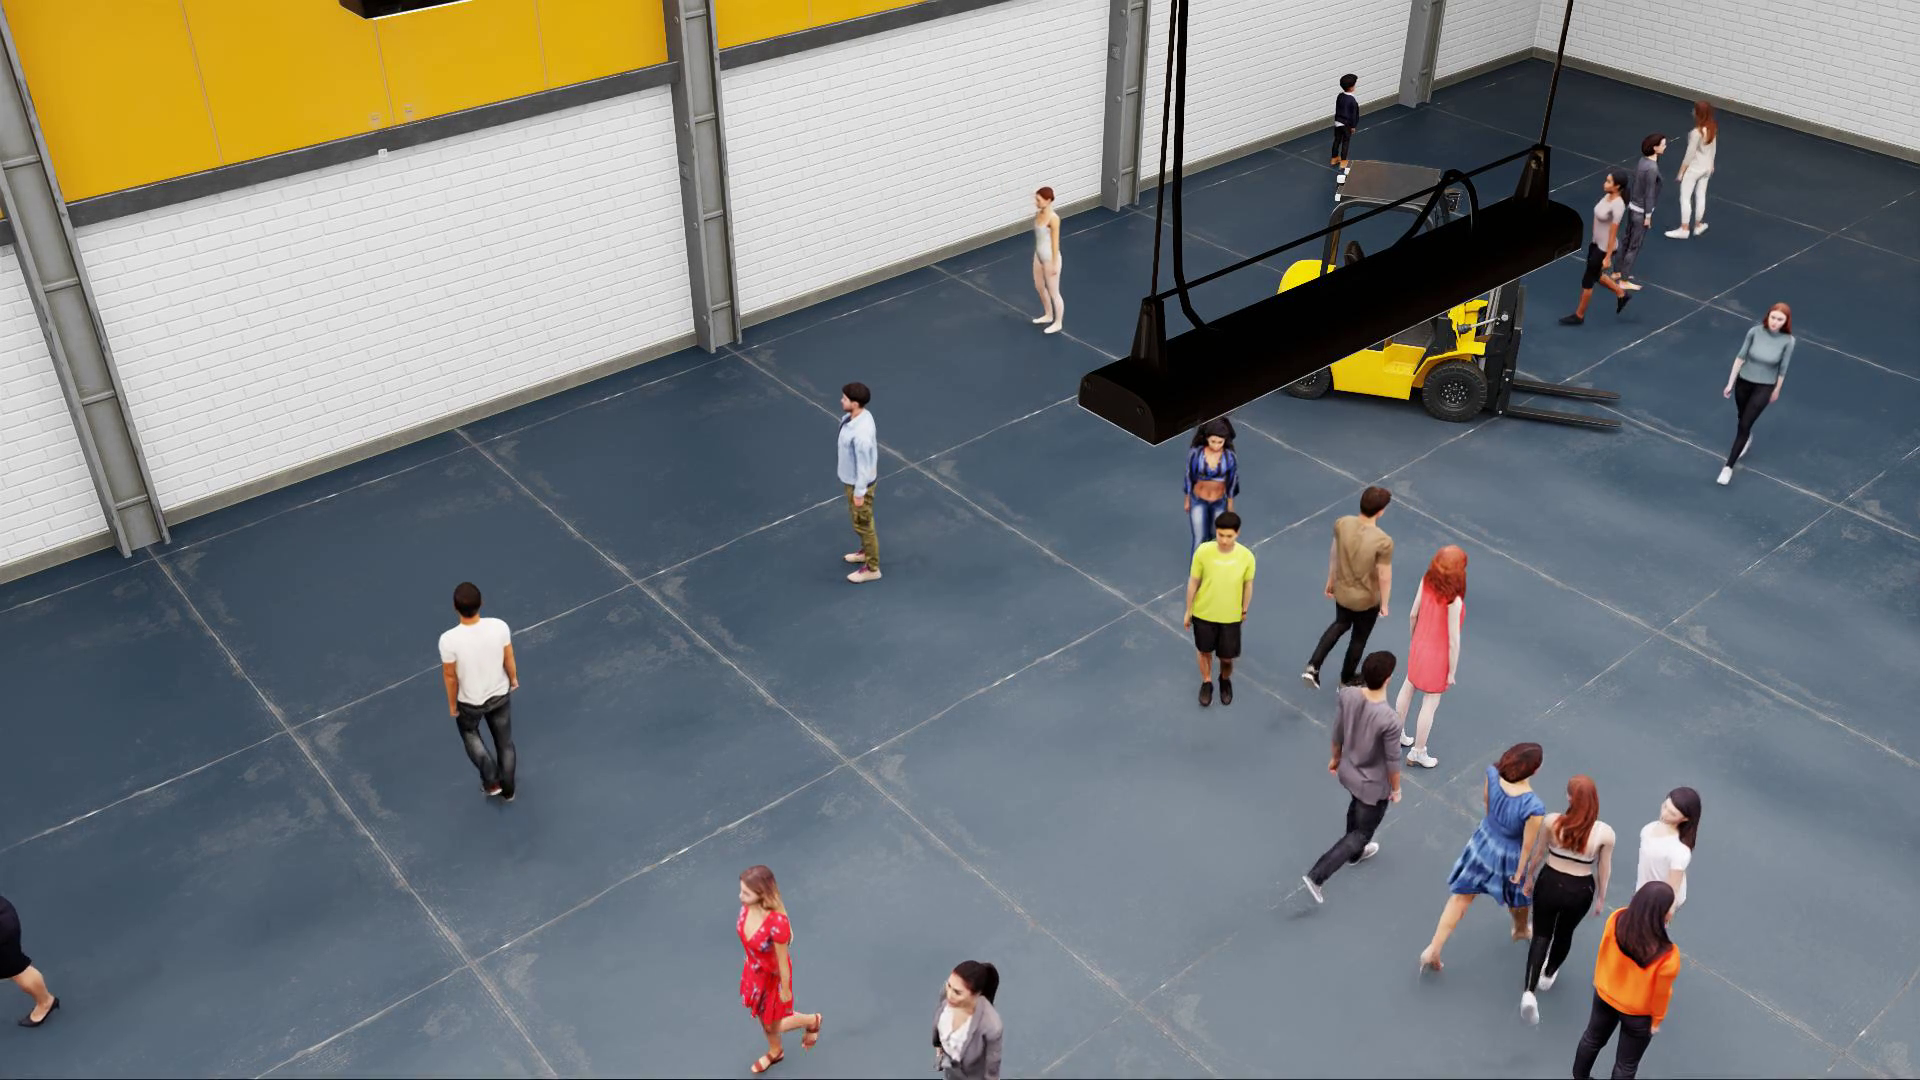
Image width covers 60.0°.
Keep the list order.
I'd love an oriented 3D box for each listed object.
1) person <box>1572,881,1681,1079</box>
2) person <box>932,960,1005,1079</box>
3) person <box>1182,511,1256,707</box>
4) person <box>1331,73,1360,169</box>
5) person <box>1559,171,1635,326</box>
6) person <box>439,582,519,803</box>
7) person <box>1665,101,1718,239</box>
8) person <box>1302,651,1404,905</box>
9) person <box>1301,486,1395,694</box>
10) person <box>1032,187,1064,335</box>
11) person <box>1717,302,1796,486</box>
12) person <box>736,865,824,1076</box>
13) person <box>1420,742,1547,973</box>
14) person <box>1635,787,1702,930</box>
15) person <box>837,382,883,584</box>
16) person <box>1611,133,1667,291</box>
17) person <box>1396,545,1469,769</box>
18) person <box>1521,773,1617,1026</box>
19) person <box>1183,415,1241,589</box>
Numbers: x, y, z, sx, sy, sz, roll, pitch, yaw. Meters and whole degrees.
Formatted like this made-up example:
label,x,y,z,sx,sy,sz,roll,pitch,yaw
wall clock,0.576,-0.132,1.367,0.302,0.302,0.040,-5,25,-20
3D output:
label,x,y,z,sx,sy,sz,roll,pitch,yaw
person,3.684,2.559,9.204,0.610,1.749,0.657,-17,37,-24
person,0.115,2.814,8.901,0.911,1.660,0.629,-23,40,-31
person,1.919,0.476,12.387,0.758,1.695,0.801,7,34,10
person,5.049,-5.511,21.817,0.521,1.227,0.522,-20,39,-28
person,6.928,-3.096,17.731,1.083,1.729,0.991,0,34,0
person,-3.231,1.102,11.356,0.597,1.794,0.758,-20,38,-27
person,8.811,-4.393,19.729,0.533,1.678,0.886,-13,36,-18
person,2.543,1.538,10.672,1.102,1.826,0.810,-18,38,-25
person,2.874,0.439,12.321,0.880,1.831,0.649,-25,41,-33
person,0.935,-2.986,17.650,0.586,1.635,0.616,-19,38,-26
person,7.280,-1.409,15.216,0.681,1.703,1.165,26,42,34
person,-1.022,2.441,9.532,0.719,1.583,0.575,-24,41,-32
person,3.197,1.968,10.086,1.169,1.758,0.694,-21,39,-29
person,4.199,2.112,9.950,0.828,1.669,0.738,11,35,15
person,-0.820,-0.489,13.736,0.779,1.810,0.762,-2,34,-4
person,7.599,-3.687,18.584,0.729,1.768,0.688,0,34,0
person,3.322,0.815,11.760,0.611,1.826,0.655,-14,36,-20
person,3.537,2.152,9.838,0.871,1.727,1.086,17,37,24
person,2.056,-0.341,13.705,1.023,1.598,1.092,3,34,5
